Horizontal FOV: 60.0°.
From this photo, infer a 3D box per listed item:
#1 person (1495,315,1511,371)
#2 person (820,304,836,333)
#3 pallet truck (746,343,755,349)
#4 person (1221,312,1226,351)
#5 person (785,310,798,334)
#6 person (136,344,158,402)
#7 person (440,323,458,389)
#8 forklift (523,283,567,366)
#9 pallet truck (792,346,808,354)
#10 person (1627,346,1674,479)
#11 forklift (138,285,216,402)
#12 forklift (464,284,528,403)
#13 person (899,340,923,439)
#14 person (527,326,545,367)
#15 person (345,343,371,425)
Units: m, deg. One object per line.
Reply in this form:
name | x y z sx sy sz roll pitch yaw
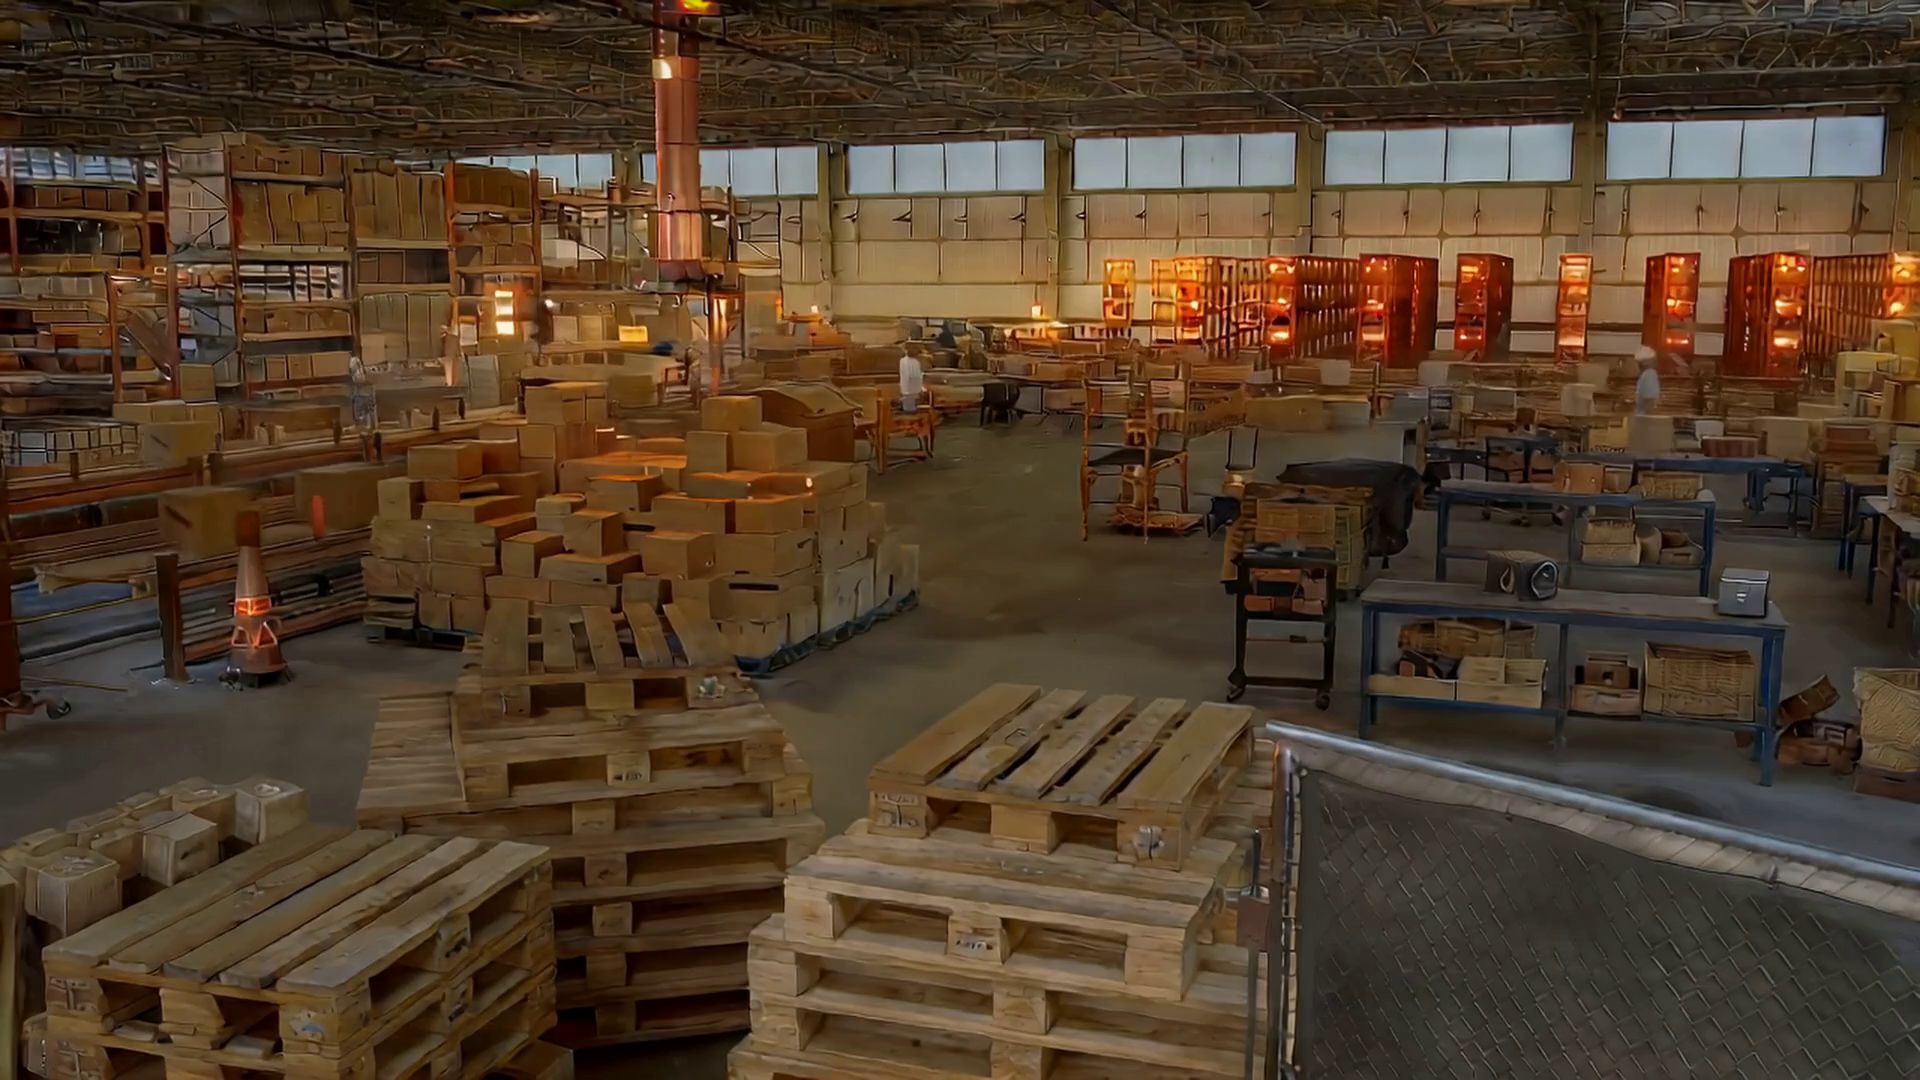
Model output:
person | 16.533 -5.983 51.026 0.901 1.809 0.571 3 9 17
person | -5.168 -8.222 64.825 0.621 1.889 1.016 -6 11 -32
pallet truck | -6.183 -4.618 44.264 1.601 1.201 0.680 -9 12 -43
person | 9.290 -7.192 58.552 0.404 1.824 0.591 -5 10 -29
person | -5.126 -6.194 51.862 0.935 1.951 0.642 -2 9 -14
person | -16.664 -3.196 34.051 0.278 1.636 0.506 4 10 24
person | -13.608 -4.882 44.262 0.337 1.757 0.518 6 11 34
forklift | -11.430 -5.745 46.164 1.129 2.768 1.873 3 10 20
pallet truck | -3.705 -4.298 42.022 0.653 1.274 1.630 3 10 20
person | 10.053 -1.830 24.298 0.837 2.017 0.617 2 9 12
forklift | -17.480 -4.200 36.461 1.873 2.768 1.129 3 10 19
forklift | -10.832 -4.702 39.610 1.129 2.768 1.873 3 10 20
person | -0.898 -2.789 30.889 0.404 1.827 0.600 5 10 26
person | -9.313 -3.793 36.929 0.664 1.918 0.553 -5 10 -30
person | -12.181 -3.148 33.638 0.441 1.674 0.542 -1 9 -8
